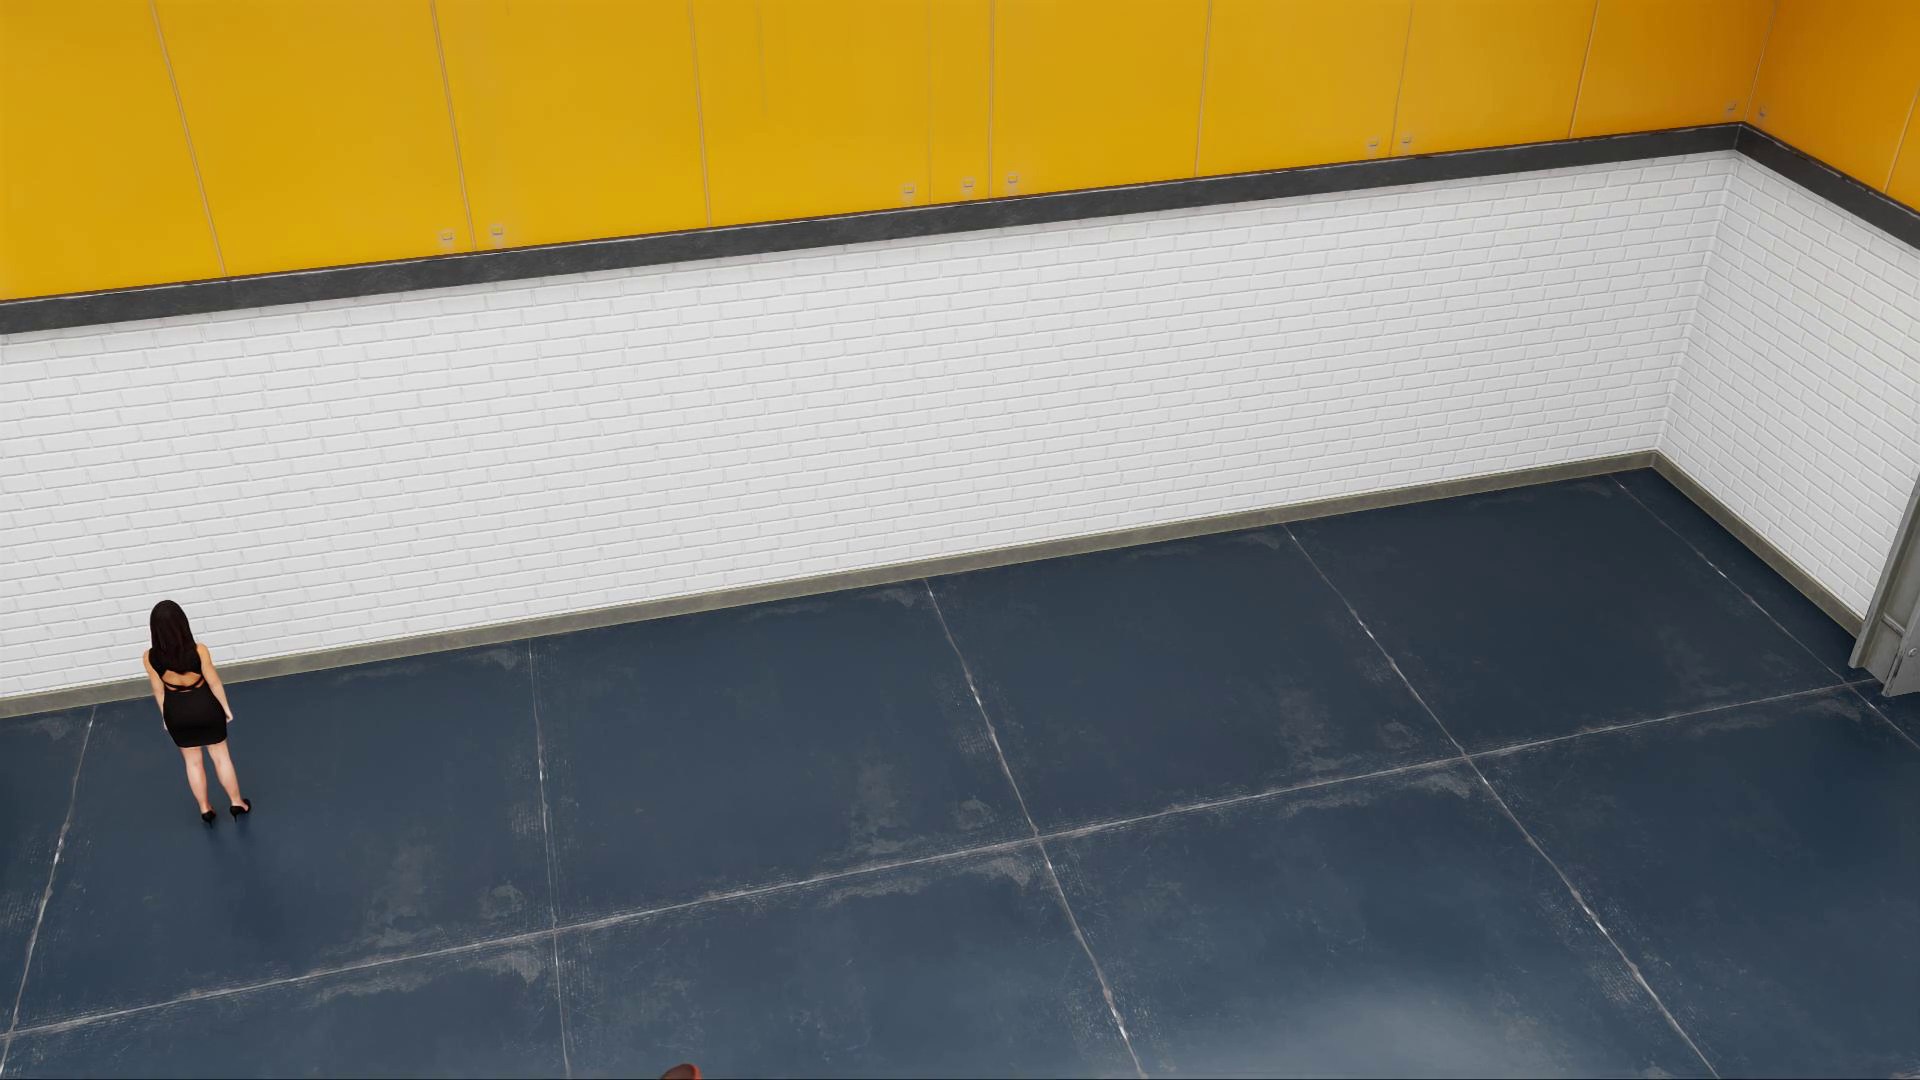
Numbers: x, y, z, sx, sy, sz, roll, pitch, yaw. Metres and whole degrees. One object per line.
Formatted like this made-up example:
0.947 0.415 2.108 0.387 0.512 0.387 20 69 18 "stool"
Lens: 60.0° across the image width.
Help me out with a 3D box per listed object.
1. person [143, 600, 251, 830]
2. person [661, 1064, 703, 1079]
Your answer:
-4.693 1.082 10.198 0.545 1.646 0.474 -9 35 -13 "person"
-1.270 2.919 7.739 0.518 1.308 0.603 28 43 35 "person"
